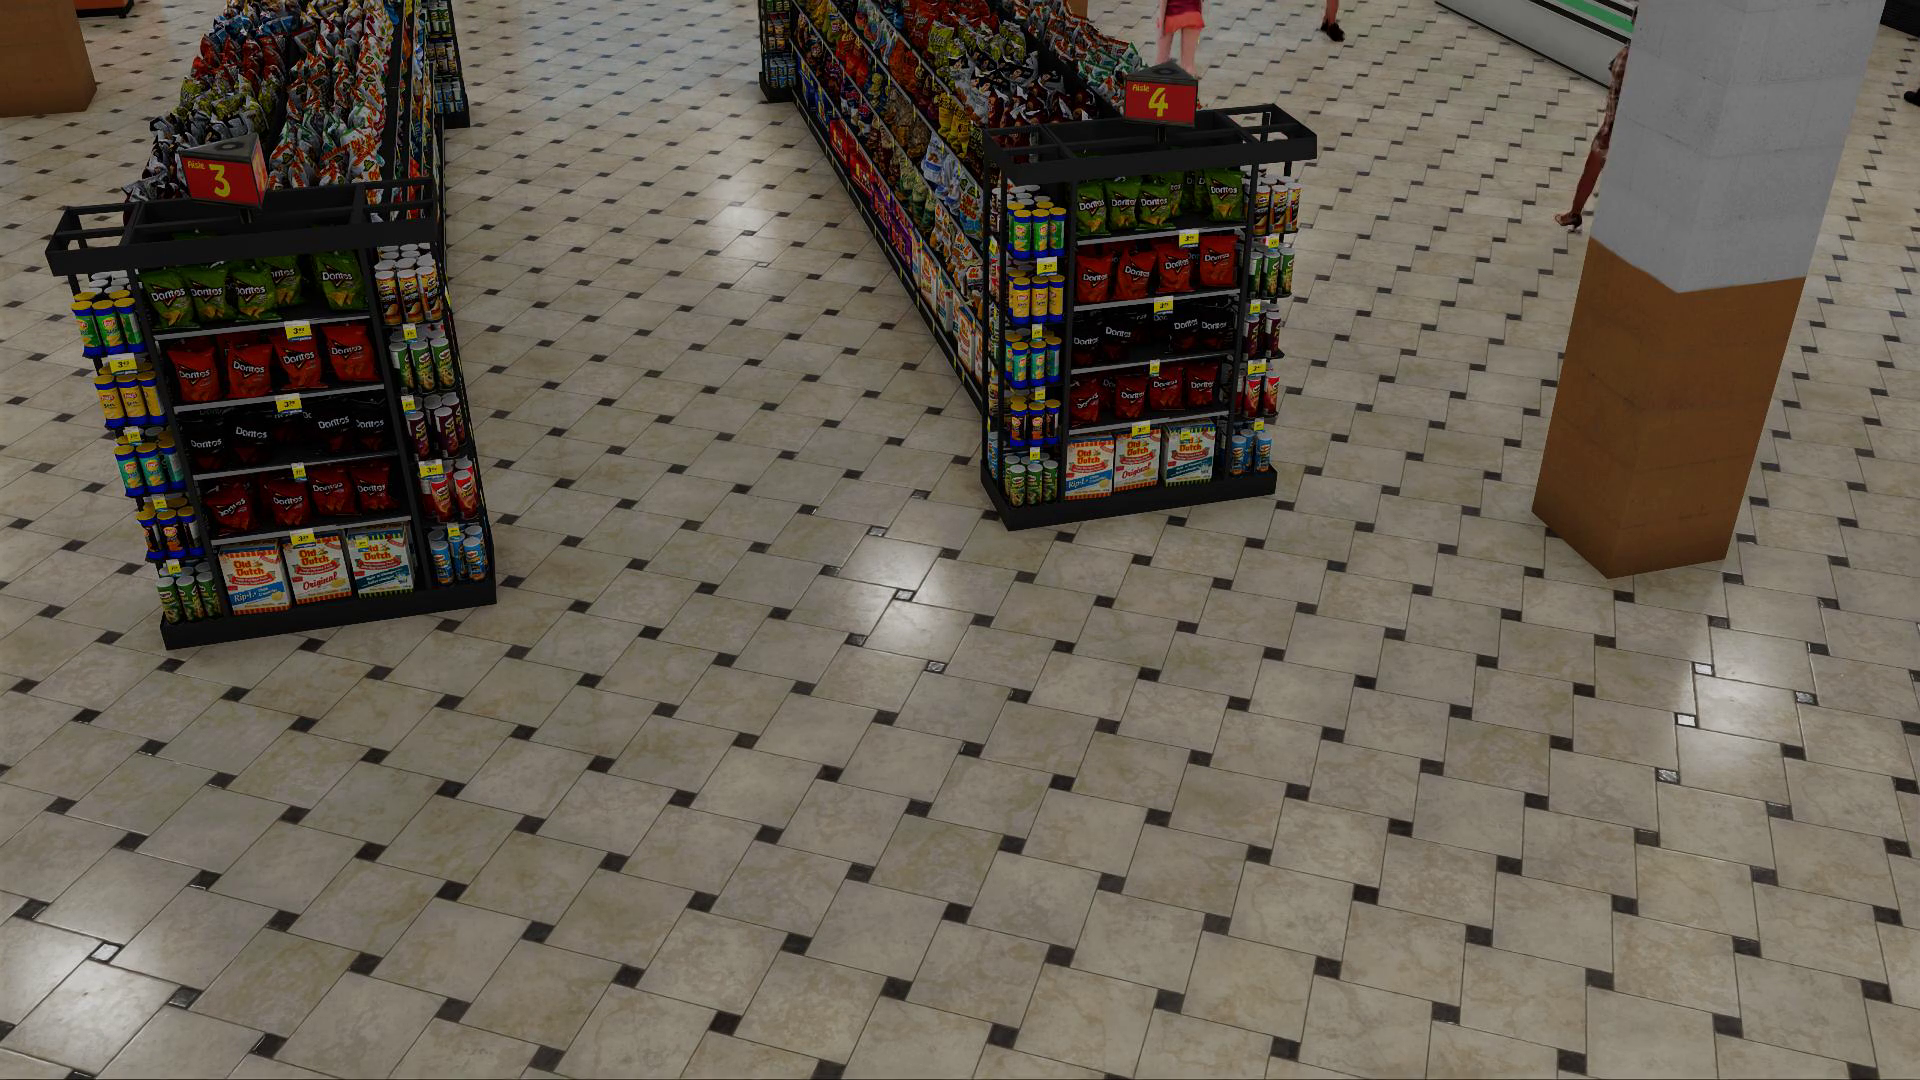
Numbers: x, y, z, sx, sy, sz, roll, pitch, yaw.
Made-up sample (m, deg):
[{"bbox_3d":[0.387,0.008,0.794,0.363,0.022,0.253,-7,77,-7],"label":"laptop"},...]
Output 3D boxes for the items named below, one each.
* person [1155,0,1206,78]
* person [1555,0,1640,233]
[{"bbox_3d":[1.888,-4.360,14.077,0.714,1.705,1.178,-2,32,-4],"label":"person"},{"bbox_3d":[4.654,-2.793,11.506,0.606,1.762,0.921,-9,33,-14],"label":"person"}]
